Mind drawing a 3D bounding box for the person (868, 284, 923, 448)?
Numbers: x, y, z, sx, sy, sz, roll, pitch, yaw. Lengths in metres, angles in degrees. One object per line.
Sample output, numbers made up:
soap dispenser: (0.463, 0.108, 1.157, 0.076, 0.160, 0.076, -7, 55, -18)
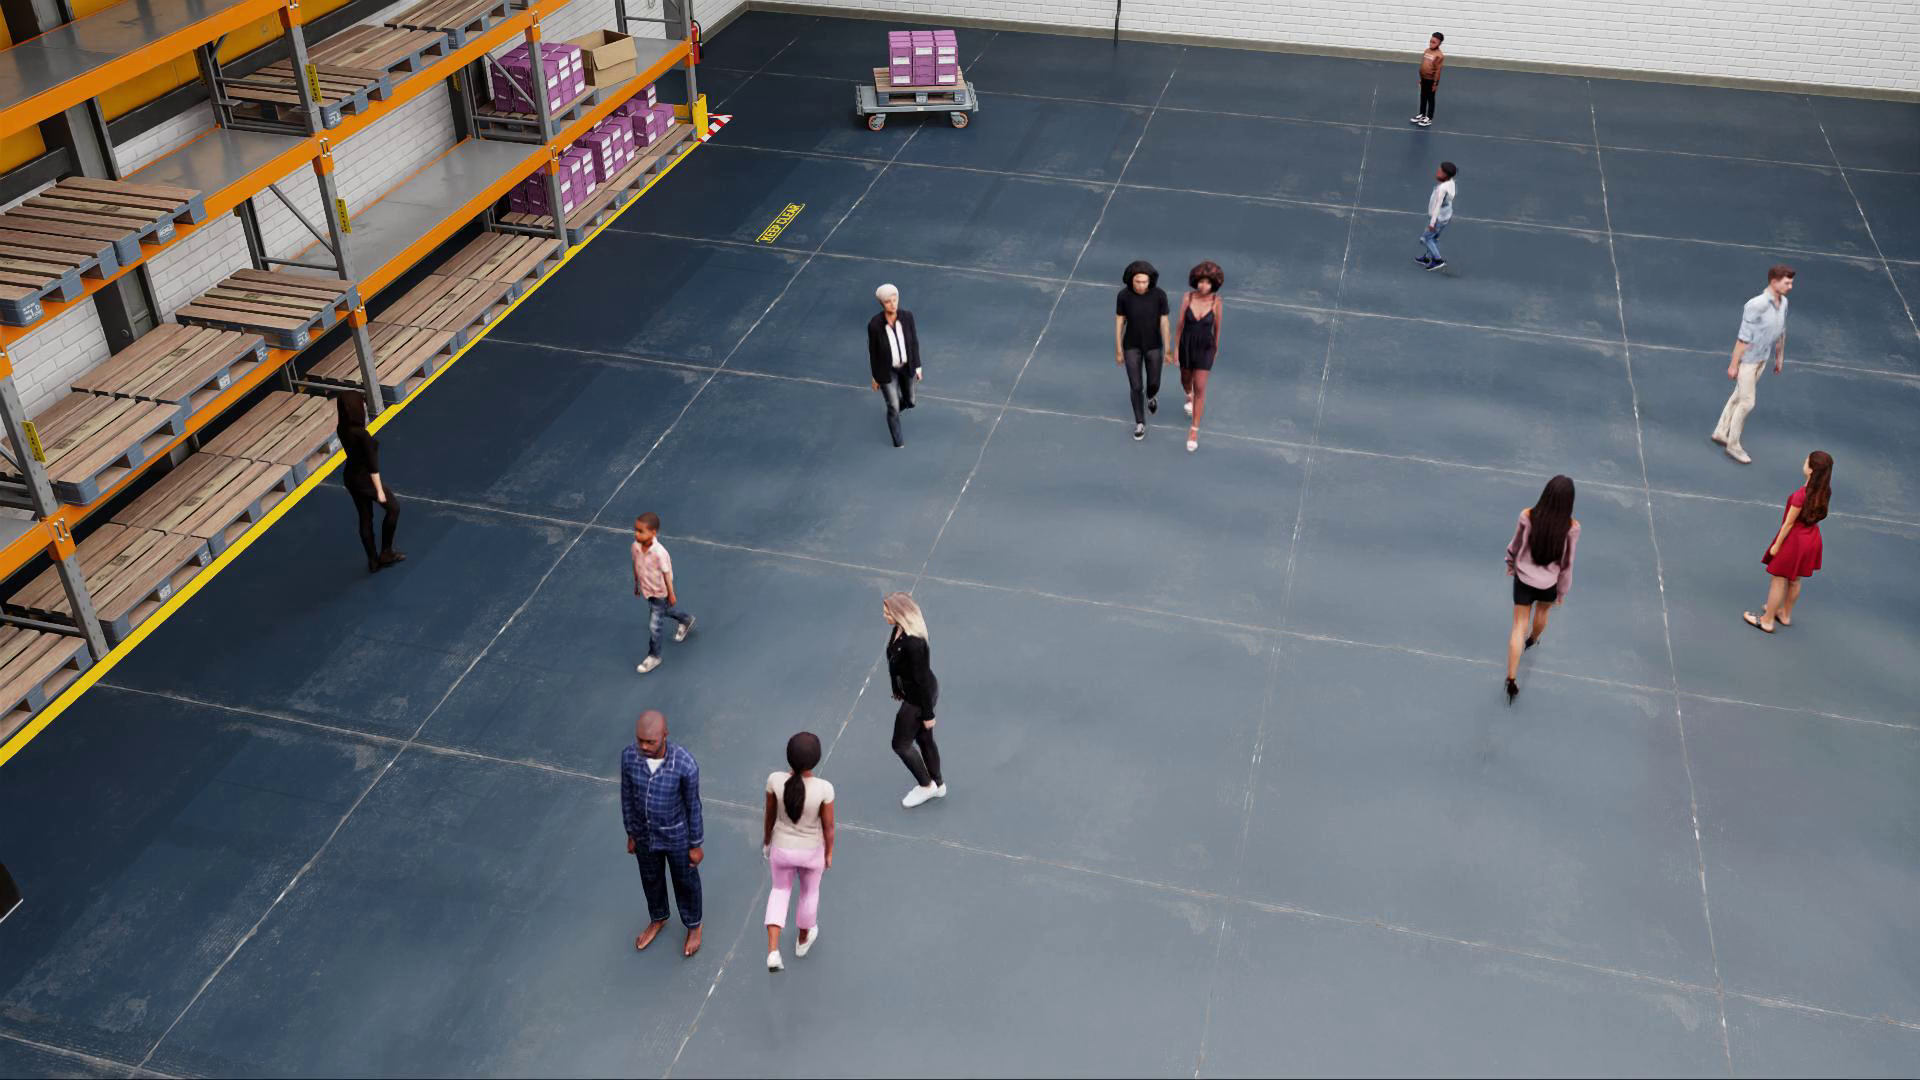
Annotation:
person: (-0.573, -1.587, 15.400, 1.048, 1.776, 1.079, -11, 35, -16)

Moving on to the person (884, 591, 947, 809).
person: (-0.201, 1.063, 11.197, 0.785, 1.655, 0.681, -9, 35, -13)

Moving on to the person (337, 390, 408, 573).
person: (-4.875, -0.428, 13.460, 0.664, 1.633, 0.650, 19, 38, 26)

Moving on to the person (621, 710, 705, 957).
person: (-1.792, 1.735, 10.037, 0.664, 1.820, 0.609, 6, 34, 9)

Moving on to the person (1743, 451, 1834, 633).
person: (6.484, 0.010, 12.875, 0.685, 1.552, 0.745, -16, 37, -22)

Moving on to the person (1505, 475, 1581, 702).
person: (4.173, 0.388, 12.116, 0.803, 1.762, 1.140, 16, 37, 22)

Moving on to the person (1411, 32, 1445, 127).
person: (6.406, -6.286, 22.615, 0.650, 1.255, 0.581, -16, 37, -22)

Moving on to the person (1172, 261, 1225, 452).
person: (2.180, -1.768, 15.372, 0.552, 1.748, 1.092, 9, 35, 14)

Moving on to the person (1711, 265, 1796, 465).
person: (7.156, -1.681, 15.159, 0.880, 1.838, 0.940, -18, 38, -25)

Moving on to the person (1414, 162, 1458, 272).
person: (5.389, -3.618, 18.605, 0.679, 1.251, 0.651, 24, 41, 32)

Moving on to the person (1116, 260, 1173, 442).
person: (1.706, -1.835, 15.424, 0.730, 1.802, 0.850, 3, 34, 5)

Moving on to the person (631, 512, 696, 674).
person: (-2.255, 0.332, 12.624, 0.740, 1.293, 0.964, 25, 41, 33)

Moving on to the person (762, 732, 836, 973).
person: (-0.974, 1.903, 9.871, 0.652, 1.724, 0.866, 1, 34, 1)
